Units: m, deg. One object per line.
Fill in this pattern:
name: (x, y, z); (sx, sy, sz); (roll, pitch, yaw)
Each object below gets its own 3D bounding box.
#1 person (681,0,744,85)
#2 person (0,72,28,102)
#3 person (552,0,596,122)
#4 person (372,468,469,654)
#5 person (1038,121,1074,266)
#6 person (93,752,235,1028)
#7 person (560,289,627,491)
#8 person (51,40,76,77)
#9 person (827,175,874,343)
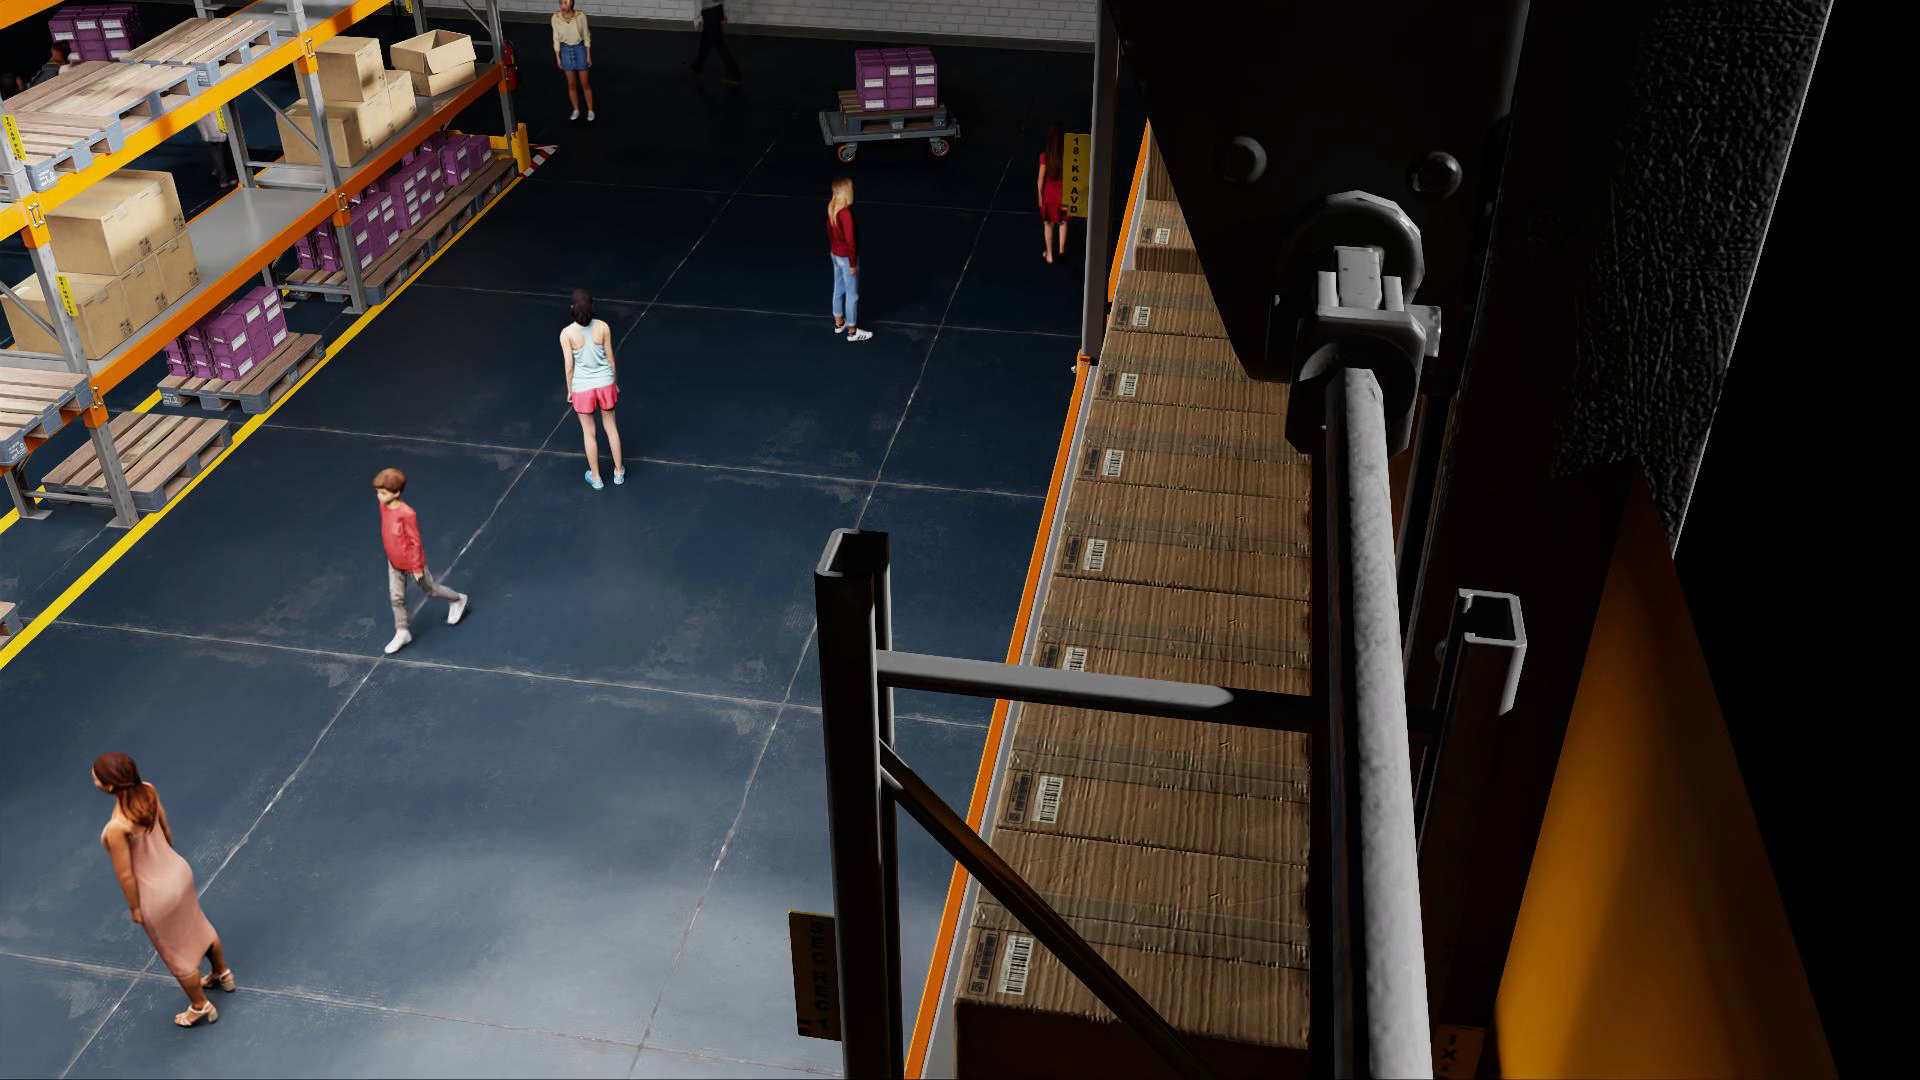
person: (-3.226, -6.933, 22.146); (0.846, 1.762, 1.175); (11, 35, 16)
person: (-10.407, -4.329, 18.407); (1.139, 1.564, 1.100); (-20, 38, -27)
person: (-4.882, -6.144, 21.078); (0.693, 1.630, 0.644); (-2, 34, -3)
person: (-3.893, 0.093, 11.902); (0.757, 1.401, 1.009); (19, 38, 26)
person: (1.012, -3.558, 17.269); (0.656, 1.539, 0.844); (-2, 34, -4)
person: (-4.248, 1.850, 8.871); (0.646, 1.830, 0.479); (3, 34, 4)
person: (-2.994, -1.239, 13.576); (0.701, 1.765, 0.739); (-14, 36, -20)
person: (-10.557, -5.275, 19.951); (0.760, 1.431, 0.805); (-5, 34, -8)
person: (-1.098, -2.710, 15.907); (0.741, 1.634, 0.664); (-18, 38, -25)
